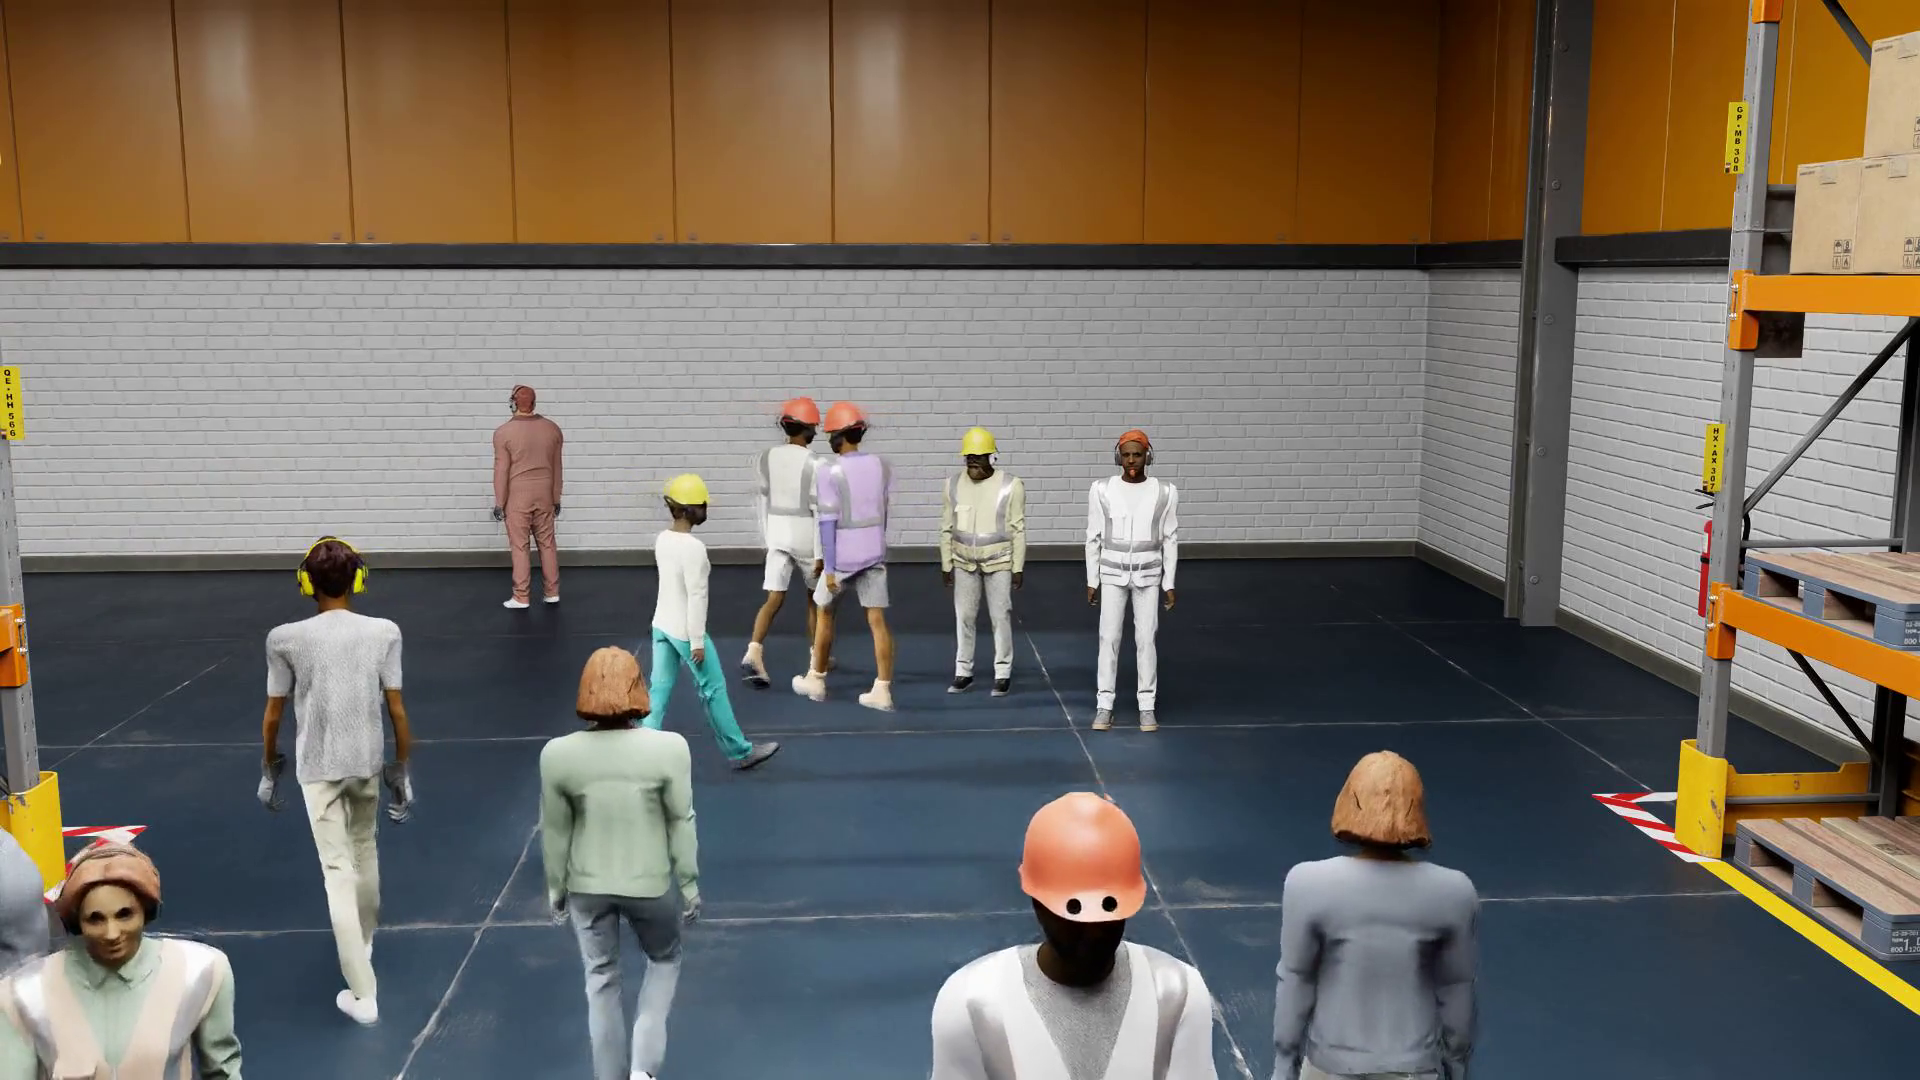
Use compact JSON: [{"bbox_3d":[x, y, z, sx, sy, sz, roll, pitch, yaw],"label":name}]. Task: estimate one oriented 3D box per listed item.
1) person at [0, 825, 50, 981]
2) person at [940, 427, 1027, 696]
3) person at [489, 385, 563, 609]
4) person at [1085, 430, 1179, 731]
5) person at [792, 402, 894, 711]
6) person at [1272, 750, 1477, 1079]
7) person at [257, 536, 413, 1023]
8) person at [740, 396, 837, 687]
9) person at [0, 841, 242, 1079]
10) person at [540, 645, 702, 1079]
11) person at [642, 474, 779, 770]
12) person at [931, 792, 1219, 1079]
[{"bbox_3d":[-2.340,1.273,3.782,0.629,1.940,0.376,3,9,17],"label":"person"},{"bbox_3d":[0.150,0.146,11.228,0.604,1.825,0.404,3,10,18],"label":"person"},{"bbox_3d":[-3.697,-0.354,14.157,0.404,1.914,0.674,9,12,43],"label":"person"},{"bbox_3d":[1.063,0.256,10.350,0.573,1.883,0.356,1,9,6],"label":"person"},{"bbox_3d":[-0.758,0.099,10.966,0.636,2.005,0.937,-7,12,-38],"label":"person"},{"bbox_3d":[1.070,1.345,4.319,0.520,1.620,0.355,0,9,3],"label":"person"},{"bbox_3d":[-2.467,0.896,6.518,0.510,1.831,0.908,-7,11,-36],"label":"person"},{"bbox_3d":[-1.187,0.012,11.509,0.614,2.010,0.967,4,10,25],"label":"person"},{"bbox_3d":[-1.892,1.443,3.796,0.494,1.596,0.829,-4,10,-24],"label":"person"},{"bbox_3d":[-1.121,1.149,5.528,0.528,1.619,0.355,0,9,-2],"label":"person"},{"bbox_3d":[-1.445,0.492,9.314,0.852,1.724,0.548,-7,11,-38],"label":"person"},{"bbox_3d":[0.237,1.396,3.199,0.564,1.879,1.022,-2,9,-10],"label":"person"}]
